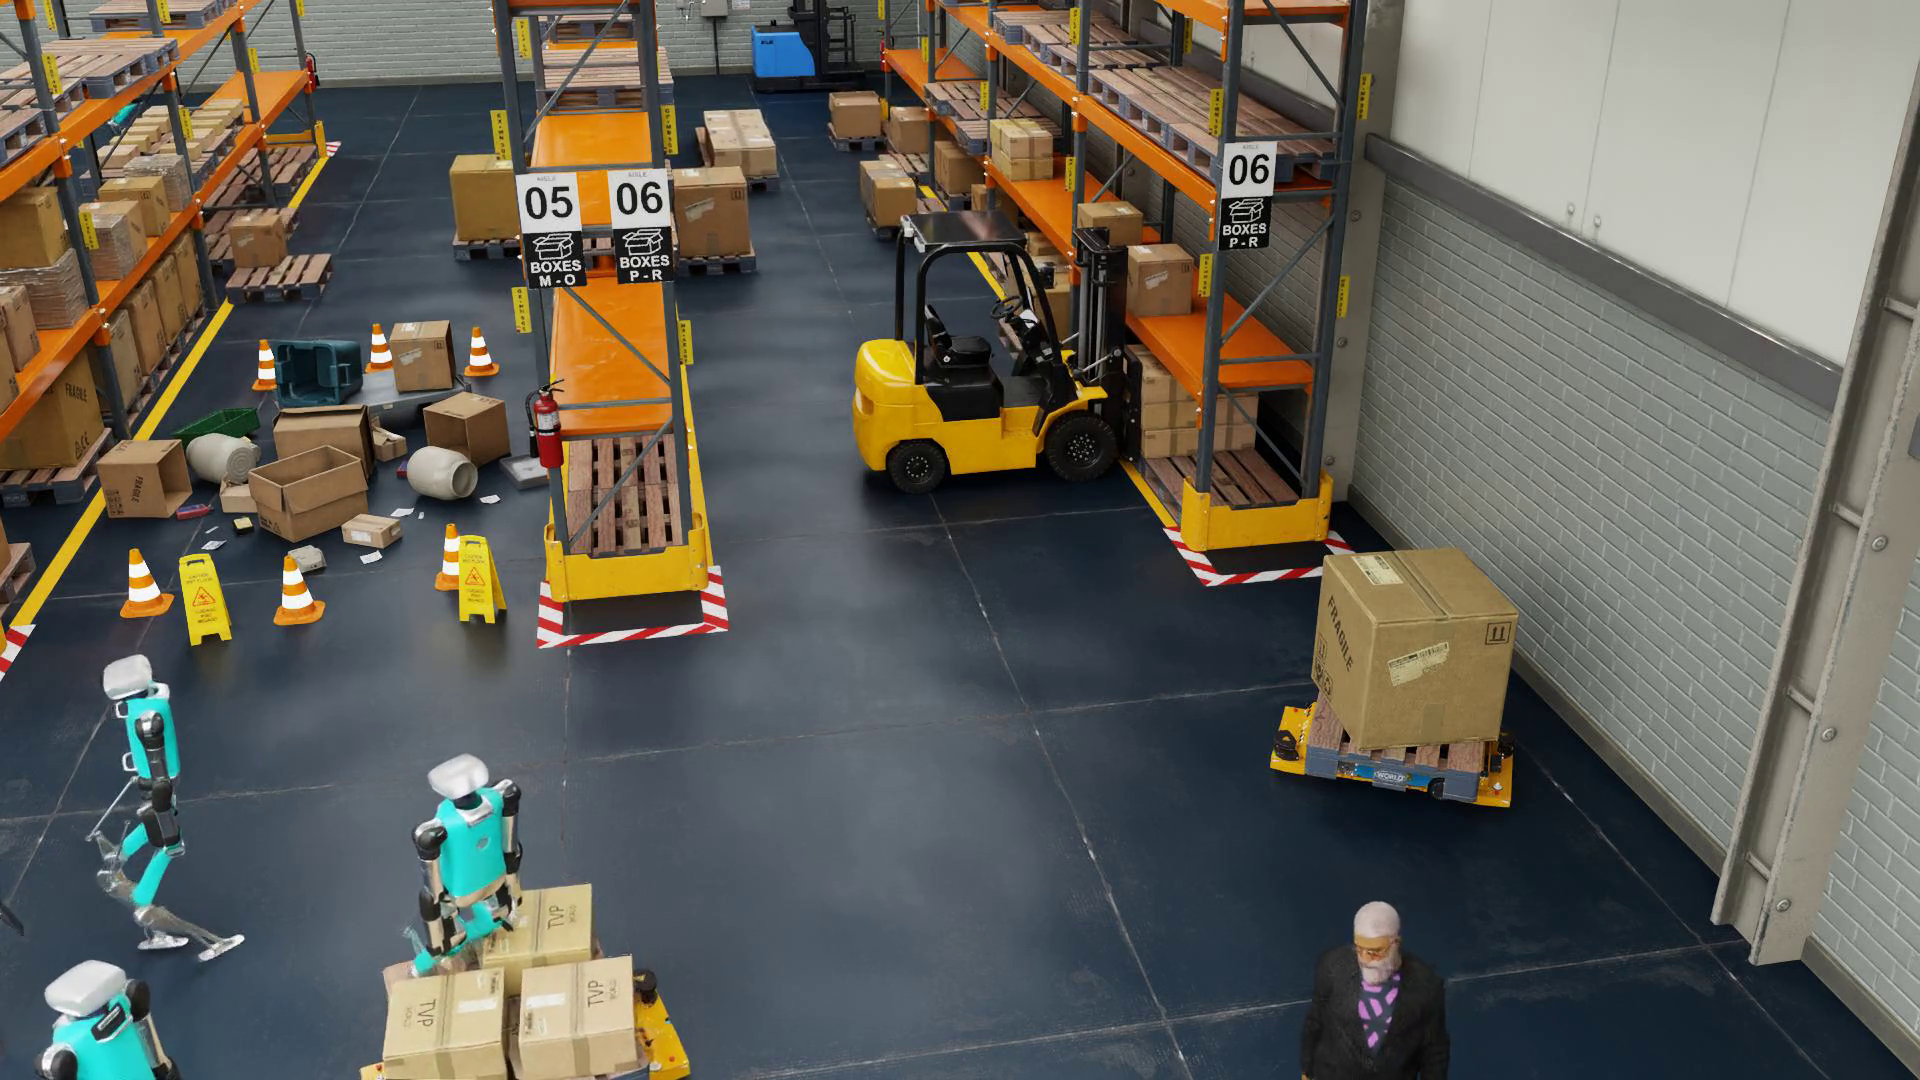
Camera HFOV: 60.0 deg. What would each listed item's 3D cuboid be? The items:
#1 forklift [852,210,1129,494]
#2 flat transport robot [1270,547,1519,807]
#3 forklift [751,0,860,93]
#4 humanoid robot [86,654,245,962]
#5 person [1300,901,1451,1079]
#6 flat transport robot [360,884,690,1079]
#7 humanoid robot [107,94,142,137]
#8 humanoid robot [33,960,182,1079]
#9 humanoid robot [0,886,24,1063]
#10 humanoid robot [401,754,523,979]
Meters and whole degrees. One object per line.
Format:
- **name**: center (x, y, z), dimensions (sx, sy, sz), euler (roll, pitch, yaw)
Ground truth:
- **forklift**: center (0.216, -1.659, 14.366), dimensions (2.313, 2.155, 1.214), euler (-5, 26, -10)
- **flat transport robot**: center (2.709, 1.312, 10.398), dimensions (1.431, 0.231, 0.659), euler (8, 27, 16)
- **forklift**: center (-2.872, -9.679, 30.288), dimensions (1.873, 2.768, 1.129), euler (-5, 26, -10)
- **humanoid robot**: center (-4.191, 1.430, 8.462), dimensions (0.799, 1.798, 0.566), euler (-12, 28, -23)
- **person**: center (1.705, 2.166, 6.830), dimensions (0.626, 1.827, 0.590), euler (6, 26, 12)
- **flat transport robot**: center (-2.080, 2.493, 7.937), dimensions (1.431, 0.231, 0.659), euler (-11, 28, -22)
- **humanoid robot**: center (-12.917, -6.788, 25.598), dimensions (0.545, 1.793, 0.817), euler (21, 33, 37)
- **humanoid robot**: center (-2.900, 2.423, 6.403), dimensions (0.919, 1.754, 0.574), euler (4, 26, 8)
- **humanoid robot**: center (-4.754, 1.792, 7.779), dimensions (0.598, 1.653, 0.378), euler (-18, 31, -33)
- **humanoid robot**: center (-2.387, 1.726, 7.827), dimensions (0.755, 1.774, 0.537), euler (19, 32, 35)
